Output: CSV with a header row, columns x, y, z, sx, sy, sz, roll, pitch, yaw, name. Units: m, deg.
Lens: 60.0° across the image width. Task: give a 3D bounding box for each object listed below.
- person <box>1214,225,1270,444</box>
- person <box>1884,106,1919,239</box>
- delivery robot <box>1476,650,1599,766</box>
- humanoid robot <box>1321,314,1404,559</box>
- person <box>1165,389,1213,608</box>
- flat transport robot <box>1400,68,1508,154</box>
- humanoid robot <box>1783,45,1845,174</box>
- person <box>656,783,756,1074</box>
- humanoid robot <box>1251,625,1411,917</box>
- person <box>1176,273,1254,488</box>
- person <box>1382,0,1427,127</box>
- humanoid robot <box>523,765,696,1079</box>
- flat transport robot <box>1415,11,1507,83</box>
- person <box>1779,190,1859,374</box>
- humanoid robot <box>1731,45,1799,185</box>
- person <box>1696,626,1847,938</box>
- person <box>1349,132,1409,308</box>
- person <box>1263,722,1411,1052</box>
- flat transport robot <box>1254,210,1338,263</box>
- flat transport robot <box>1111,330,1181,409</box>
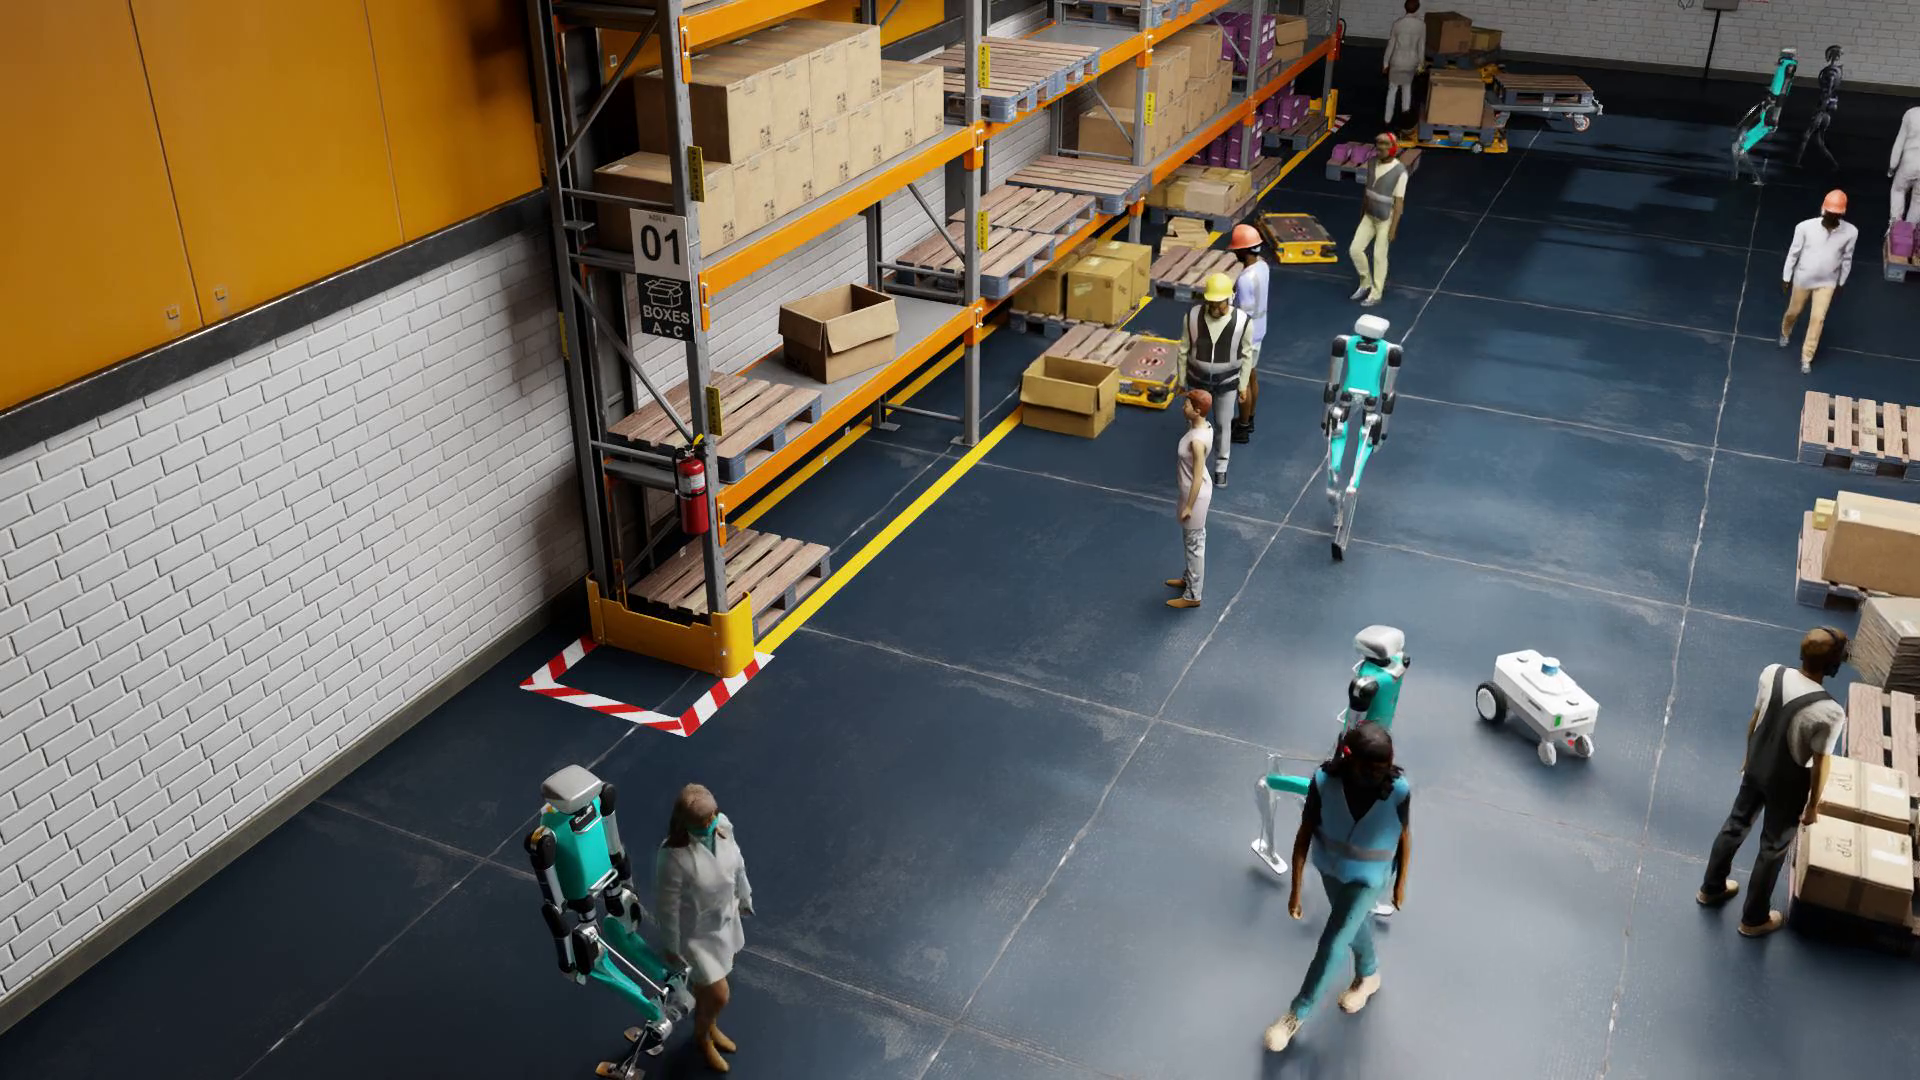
x,y,z,sx,sy,sz,roll,pitch,yaw,name
2.415,-1.755,14.240,0.387,1.925,0.545,12,31,22,person
10.957,-4.279,18.954,0.669,1.888,0.454,13,31,22,person
3.689,1.011,10.543,0.499,0.586,0.773,-9,30,-16,delivery robot
2.938,-0.723,12.564,0.550,1.805,0.910,11,30,19,humanoid robot
1.643,-0.304,11.822,0.286,1.659,0.438,4,29,8,person
6.848,-5.576,23.067,1.431,0.231,0.659,7,29,13,flat transport robot
11.317,-5.613,21.707,0.716,1.651,0.613,11,30,20,humanoid robot
-1.171,1.826,7.879,0.456,1.640,0.517,16,32,28,person
1.965,1.192,9.020,1.065,1.751,0.579,20,34,32,humanoid robot
2.046,-1.290,13.474,0.599,1.829,0.404,7,29,13,person
6.310,-6.763,23.646,0.572,1.811,0.523,2,28,5,person
-1.527,1.828,7.652,0.735,1.677,0.533,14,31,25,humanoid robot
8.026,-7.617,26.852,1.431,0.231,0.659,22,35,35,flat transport robot
8.167,-2.529,15.887,0.572,1.724,0.771,10,30,18,person
10.134,-5.389,21.199,0.763,1.807,0.540,6,29,11,humanoid robot
4.308,1.260,8.748,0.347,1.835,0.501,-12,31,-21,person
4.335,-3.305,17.211,0.495,1.825,0.601,-16,32,-27,person
1.863,1.655,8.021,0.477,1.811,0.883,20,34,32,person
3.875,-3.509,19.235,0.659,0.231,1.431,-1,28,-3,flat transport robot
1.817,-1.616,15.724,0.659,0.231,1.431,11,30,19,flat transport robot
